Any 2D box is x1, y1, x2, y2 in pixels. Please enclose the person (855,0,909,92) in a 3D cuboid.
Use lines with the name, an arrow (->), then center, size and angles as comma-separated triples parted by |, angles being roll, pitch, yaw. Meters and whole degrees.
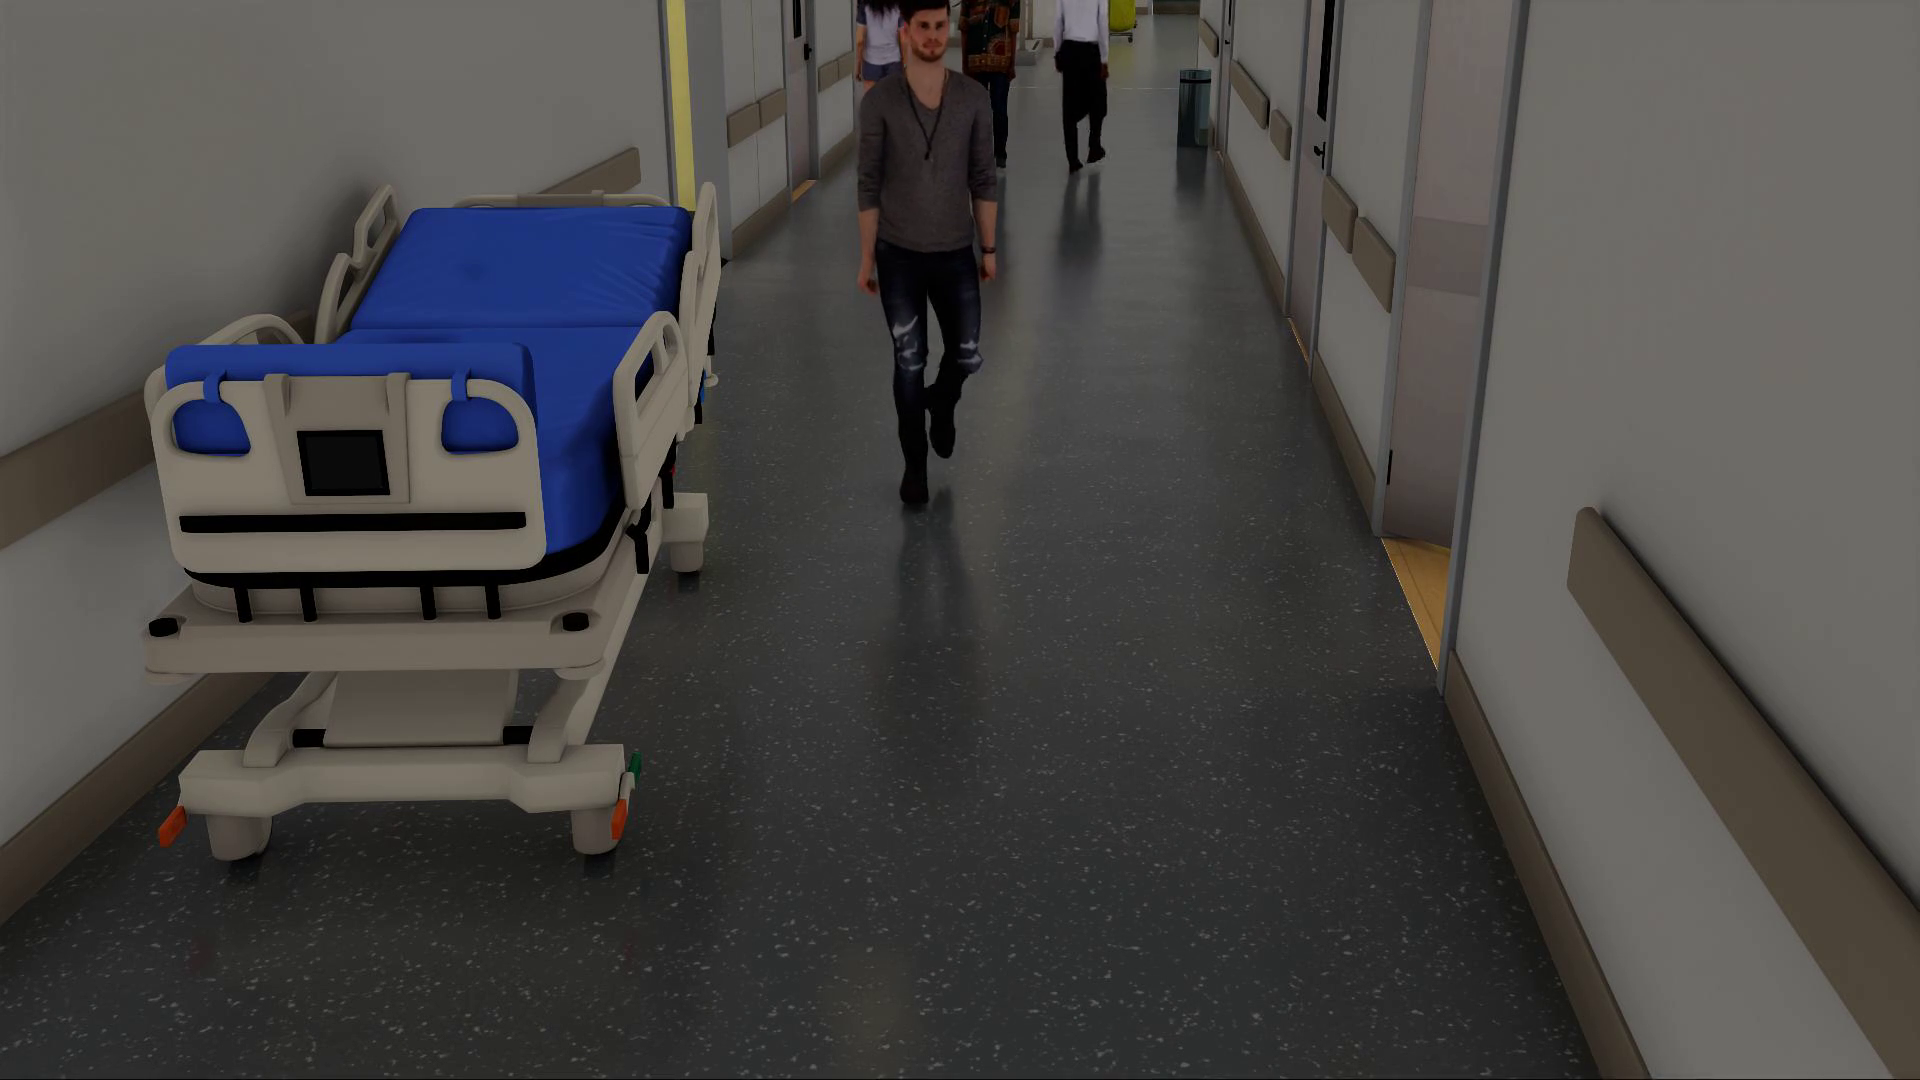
person -> -0.653, -4.041, 14.299 | 0.628, 1.719, 0.740 | -6, 22, -17

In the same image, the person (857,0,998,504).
person -> -0.143, -1.110, 6.324 | 0.890, 1.889, 0.860 | -3, 21, -7

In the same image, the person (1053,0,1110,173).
person -> 1.013, -4.077, 14.263 | 0.994, 1.813, 0.866 | 6, 22, 16

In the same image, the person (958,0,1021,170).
person -> 0.256, -4.146, 14.395 | 0.621, 1.808, 0.779 | 4, 21, 10
